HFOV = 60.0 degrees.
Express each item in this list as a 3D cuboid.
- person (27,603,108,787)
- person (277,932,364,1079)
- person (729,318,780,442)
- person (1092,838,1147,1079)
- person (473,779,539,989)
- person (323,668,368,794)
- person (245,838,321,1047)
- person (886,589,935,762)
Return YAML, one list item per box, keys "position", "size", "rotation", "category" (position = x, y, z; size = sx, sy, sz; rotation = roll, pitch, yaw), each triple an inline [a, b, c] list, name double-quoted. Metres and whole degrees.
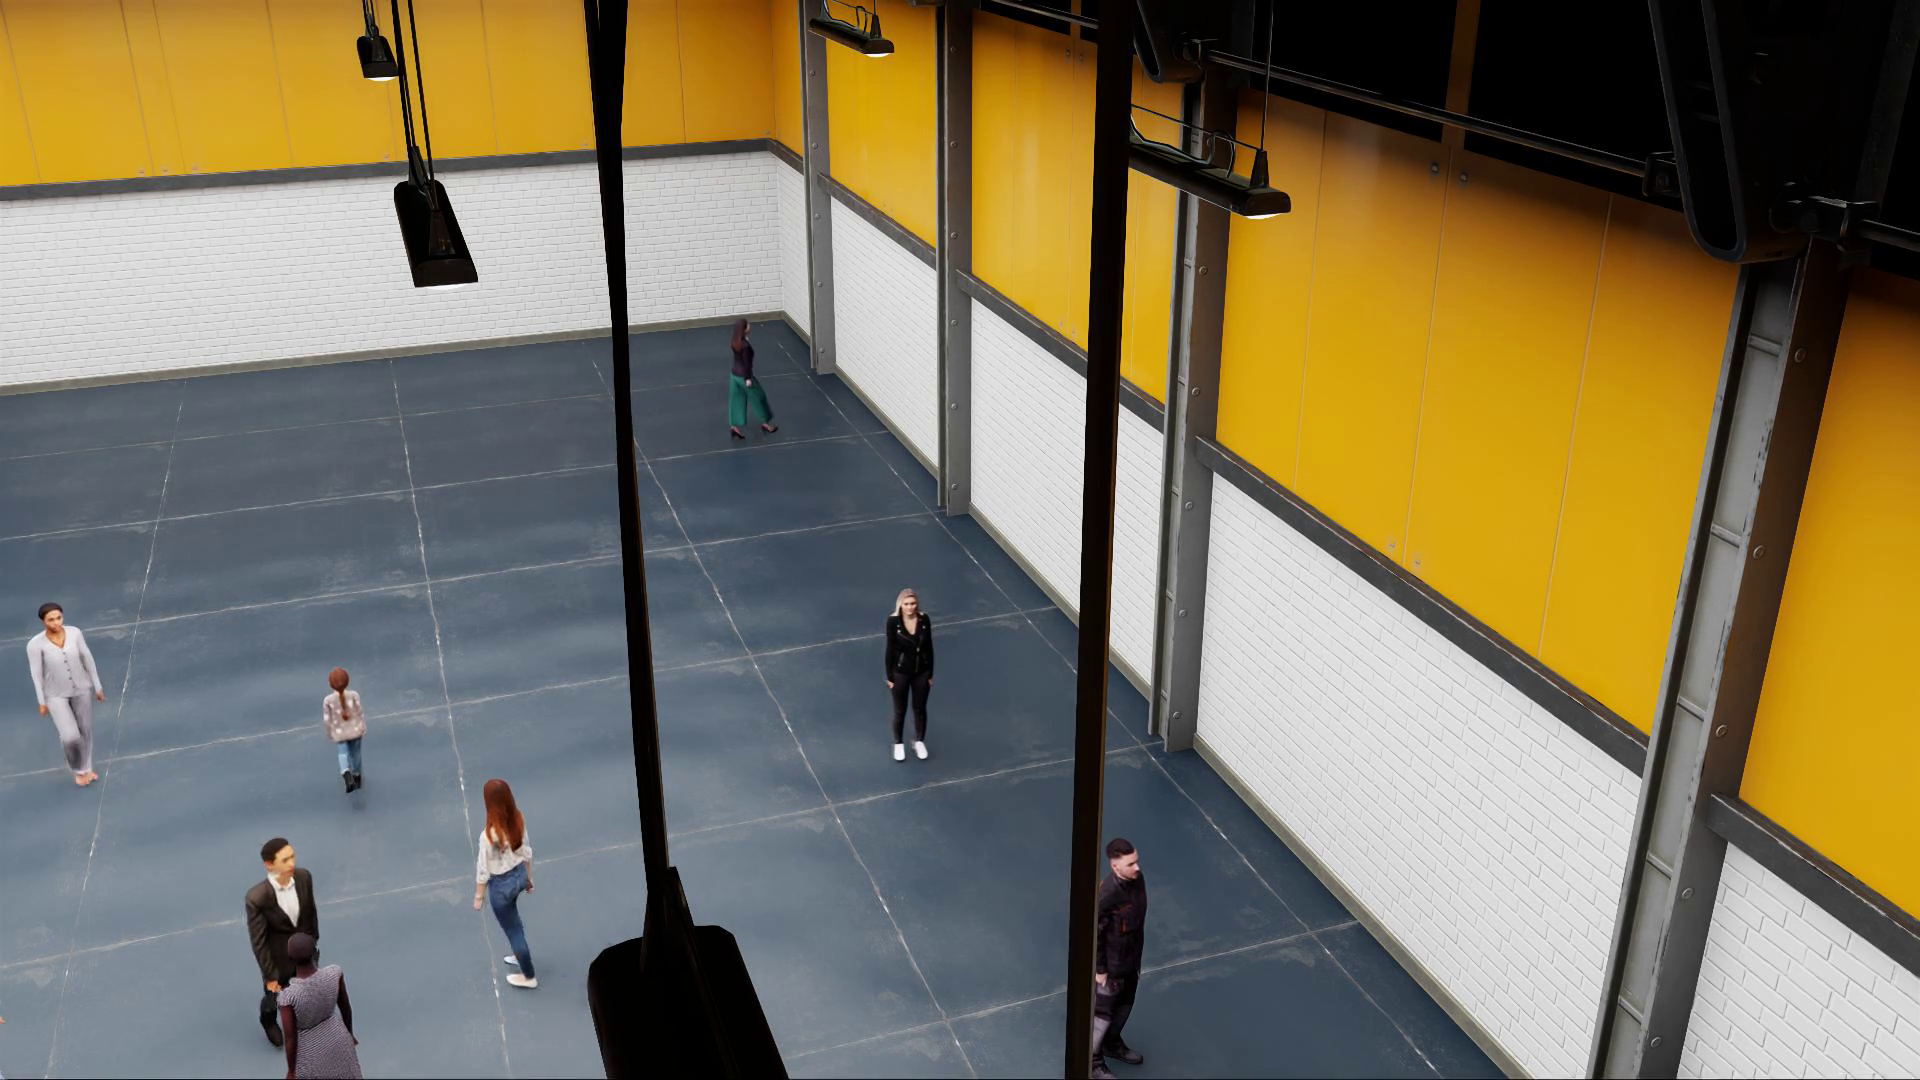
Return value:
- position: [-7.906, 1.319, 14.661]
  size: [0.805, 1.724, 0.779]
  rotation: [18, 29, 35]
  category: "person"
- position: [-3.947, 3.192, 10.298]
  size: [0.708, 1.788, 0.708]
  rotation: [17, 29, 34]
  category: "person"
- position: [-3.017, -2.150, 22.610]
  size: [0.862, 1.714, 0.940]
  rotation: [-18, 29, -35]
  category: "person"
- position: [1.039, 2.777, 11.160]
  size: [0.822, 1.858, 0.815]
  rotation: [17, 29, 34]
  category: "person"
- position: [-3.185, 2.501, 11.968]
  size: [0.795, 1.716, 0.734]
  rotation: [9, 25, 20]
  category: "person"
- position: [-5.353, 1.677, 14.515]
  size: [0.490, 1.186, 0.666]
  rotation: [-9, 25, -20]
  category: "person"
- position: [-4.604, 2.794, 11.241]
  size: [1.274, 1.760, 1.052]
  rotation: [19, 30, 37]
  category: "person"
- position: [-0.448, 1.198, 14.989]
  size: [0.614, 1.684, 0.559]
  rotation: [-6, 24, -13]
  category: "person"
